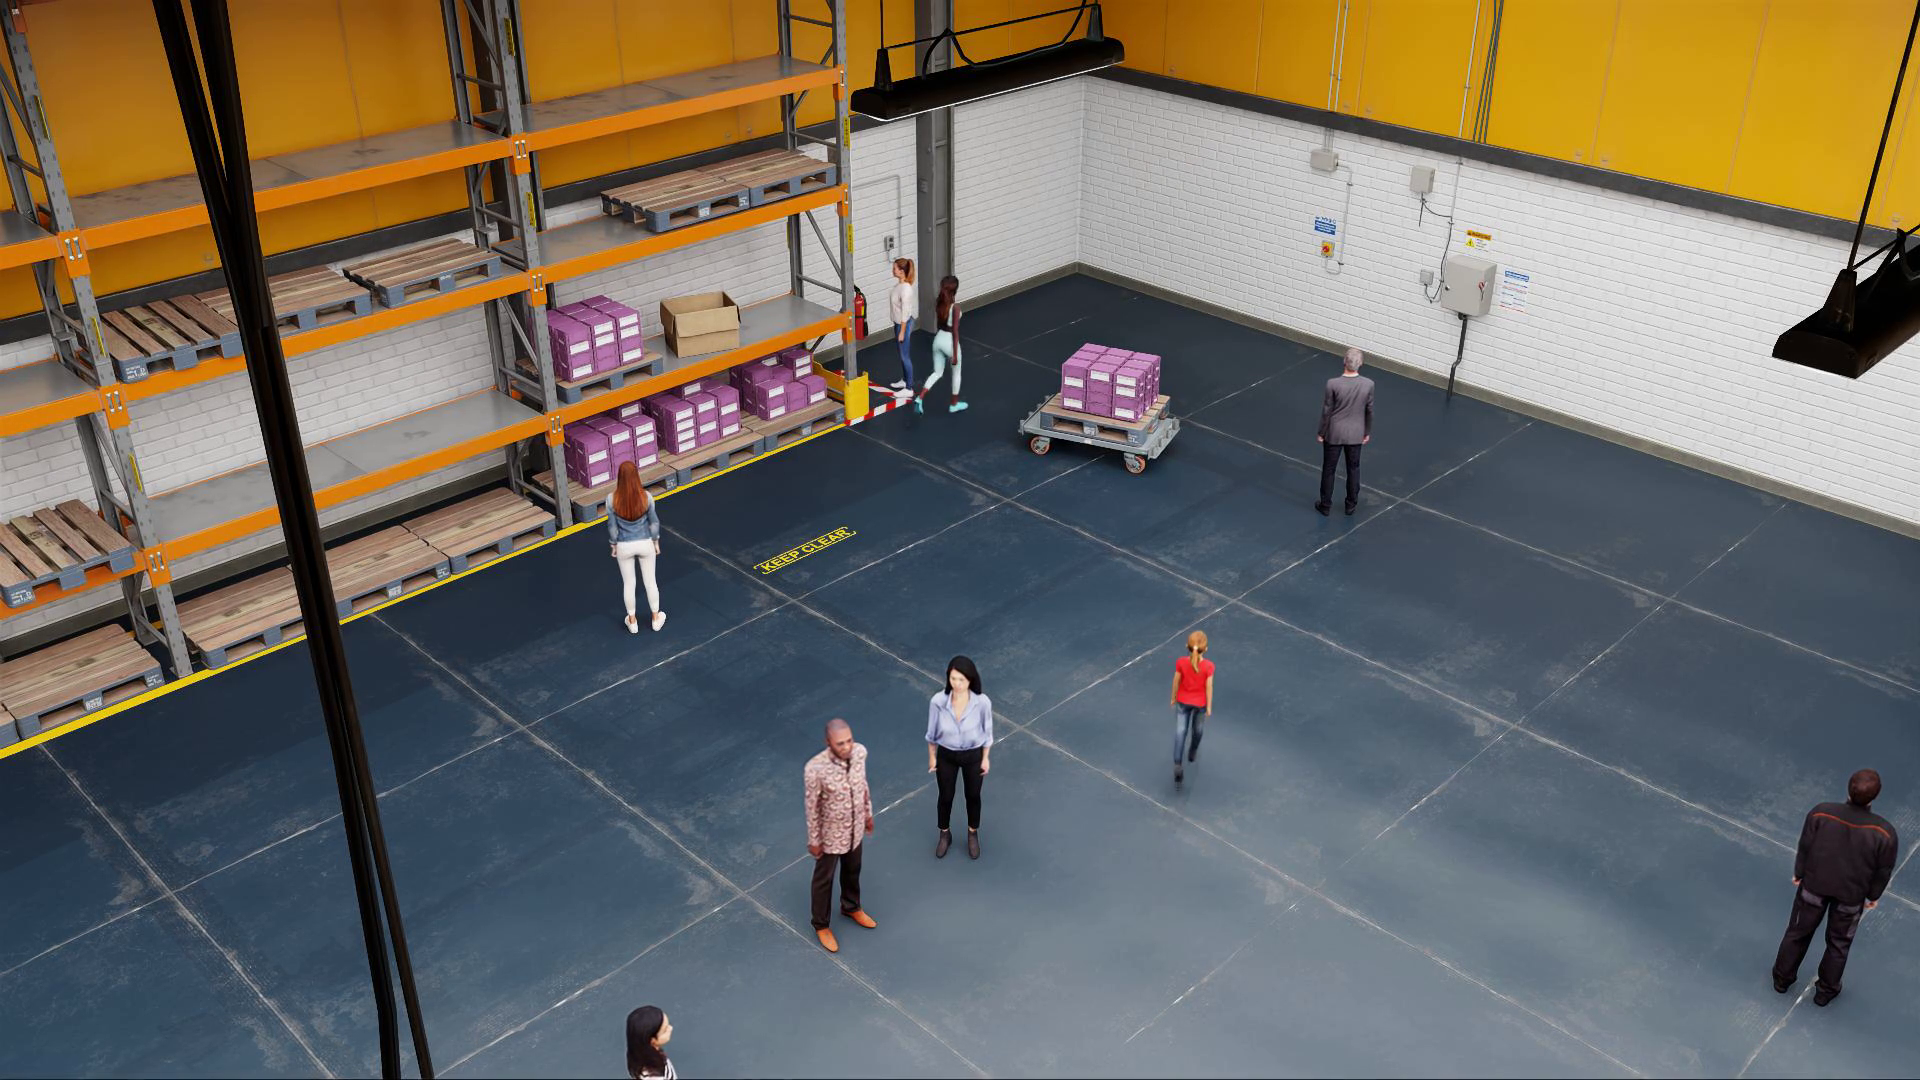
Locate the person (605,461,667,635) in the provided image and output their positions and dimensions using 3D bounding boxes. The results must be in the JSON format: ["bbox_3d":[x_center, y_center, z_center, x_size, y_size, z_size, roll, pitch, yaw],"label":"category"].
[{"bbox_3d":[-2.970,0.067,15.196,0.644,1.701,0.752,-5,29,-10],"label":"person"}]

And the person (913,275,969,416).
[{"bbox_3d":[-0.229,-2.215,19.382,0.569,1.698,0.994,25,37,38],"label":"person"}]

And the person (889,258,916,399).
[{"bbox_3d":[-0.681,-2.568,20.006,0.725,1.720,0.689,-3,29,-6],"label":"person"}]

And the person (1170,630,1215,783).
[{"bbox_3d":[1.844,1.335,13.301,0.751,1.289,0.919,7,29,12],"label":"person"}]

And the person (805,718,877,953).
[{"bbox_3d":[-0.841,1.991,11.557,0.534,1.808,0.753,-23,36,-36],"label":"person"}]

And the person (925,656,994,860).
[{"bbox_3d":[0.008,1.612,12.319,0.730,1.743,0.774,2,29,3],"label":"person"}]

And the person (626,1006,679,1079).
[{"bbox_3d":[-1.669,3.277,9.211,0.590,1.796,0.646,-14,32,-24],"label":"person"}]

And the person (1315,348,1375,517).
[{"bbox_3d":[3.980,-1.125,17.237,0.786,1.839,0.858,-1,29,-2],"label":"person"}]

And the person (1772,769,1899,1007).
[{"bbox_3d":[5.774,2.286,10.984,0.763,1.839,0.655,17,33,28],"label":"person"}]
